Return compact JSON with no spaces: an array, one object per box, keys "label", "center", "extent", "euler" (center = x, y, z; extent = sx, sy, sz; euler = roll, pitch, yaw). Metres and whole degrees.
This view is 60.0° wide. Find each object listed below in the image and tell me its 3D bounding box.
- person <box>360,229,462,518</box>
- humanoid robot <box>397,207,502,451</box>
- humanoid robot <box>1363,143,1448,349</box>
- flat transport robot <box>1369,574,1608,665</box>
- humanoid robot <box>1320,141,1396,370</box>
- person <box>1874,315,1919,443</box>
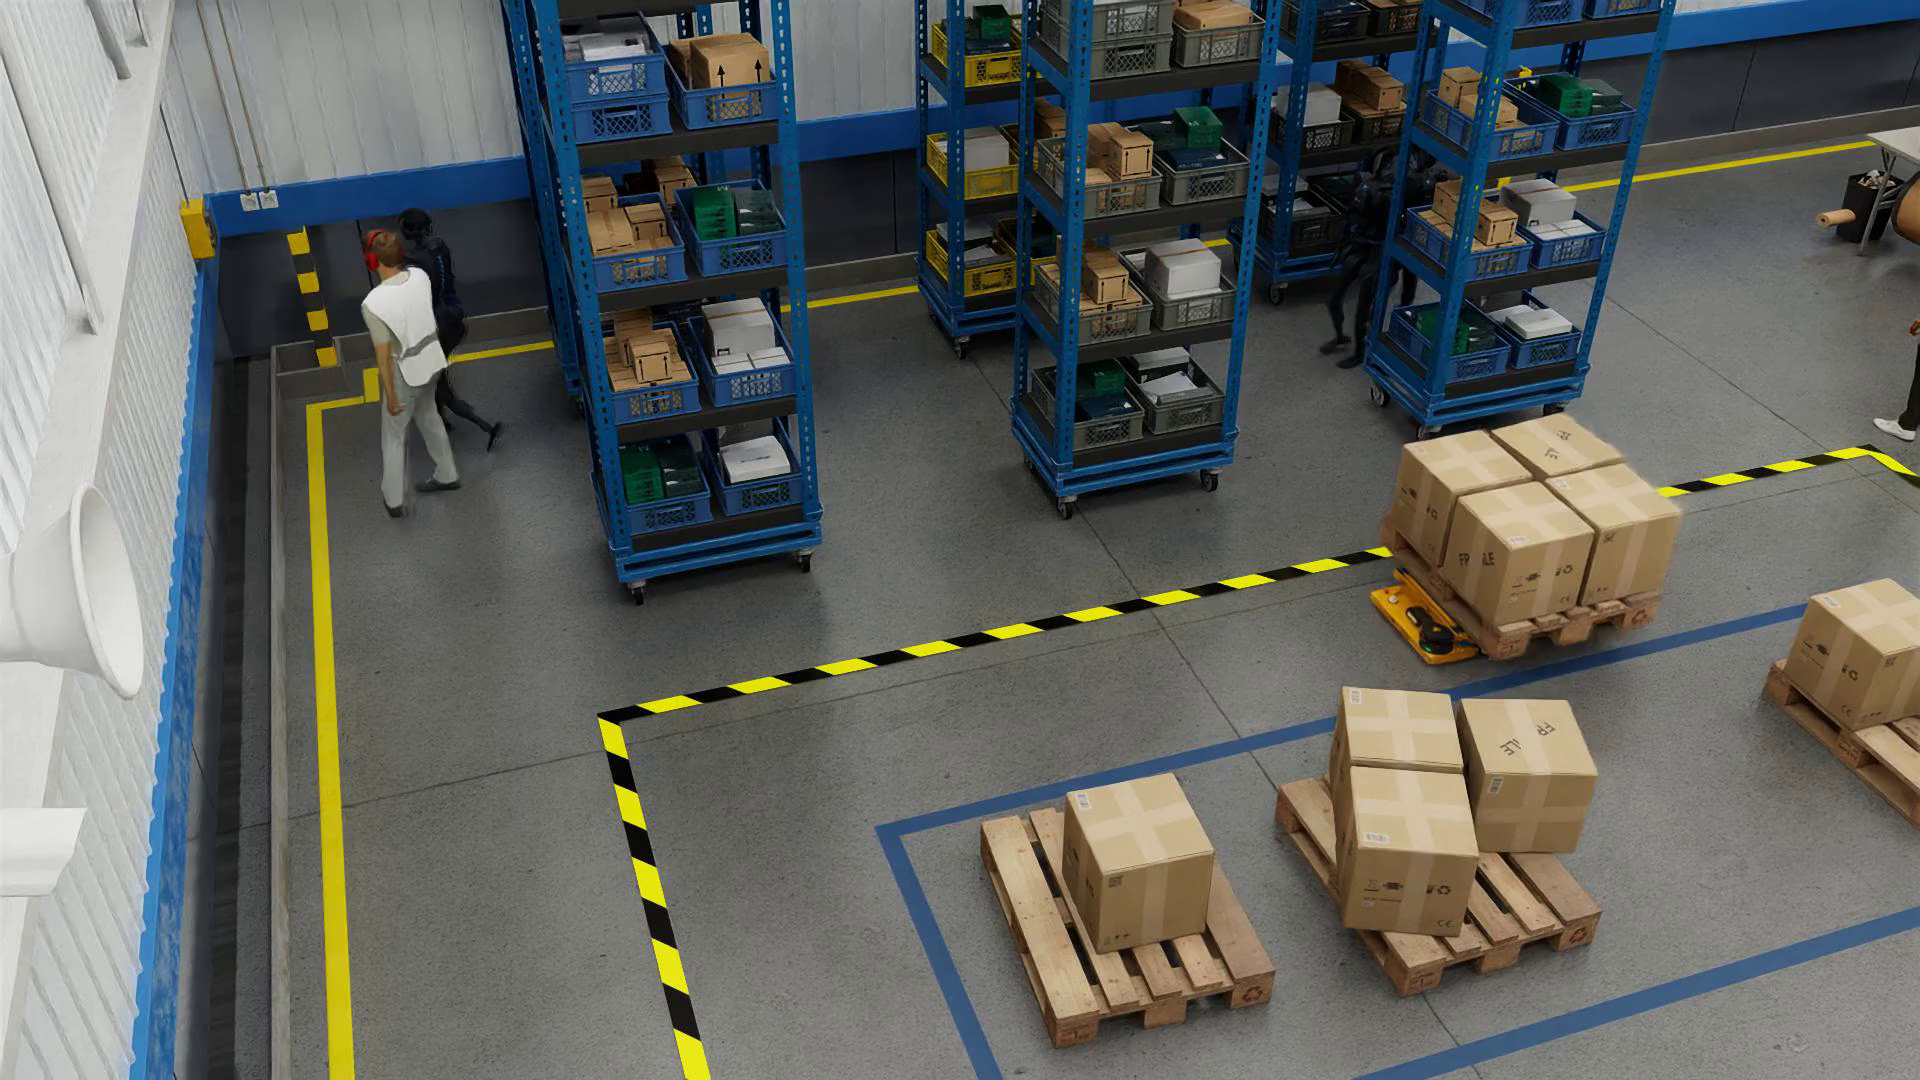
[{"label":"person","center":[-3.377,-1.010,10.143],"extent":[0.475,1.816,0.618],"euler":[14,37,18]},{"label":"humanoid robot","center":[-3.356,-1.373,10.803],"extent":[0.707,1.639,0.597],"euler":[11,37,15]},{"label":"humanoid robot","center":[3.151,-2.075,11.774],"extent":[0.609,1.660,0.309],"euler":[-16,38,-21]},{"label":"flat transport robot","center":[3.164,0.316,9.584],"extent":[1.431,0.197,0.652],"euler":[-11,37,-15]},{"label":"humanoid robot","center":[2.829,-1.984,11.642],"extent":[0.334,1.656,0.585],"euler":[-16,38,-21]},{"label":"person","center":[6.456,-1.505,10.815],"extent":[0.596,1.850,0.384],"euler":[-12,37,-16]}]
